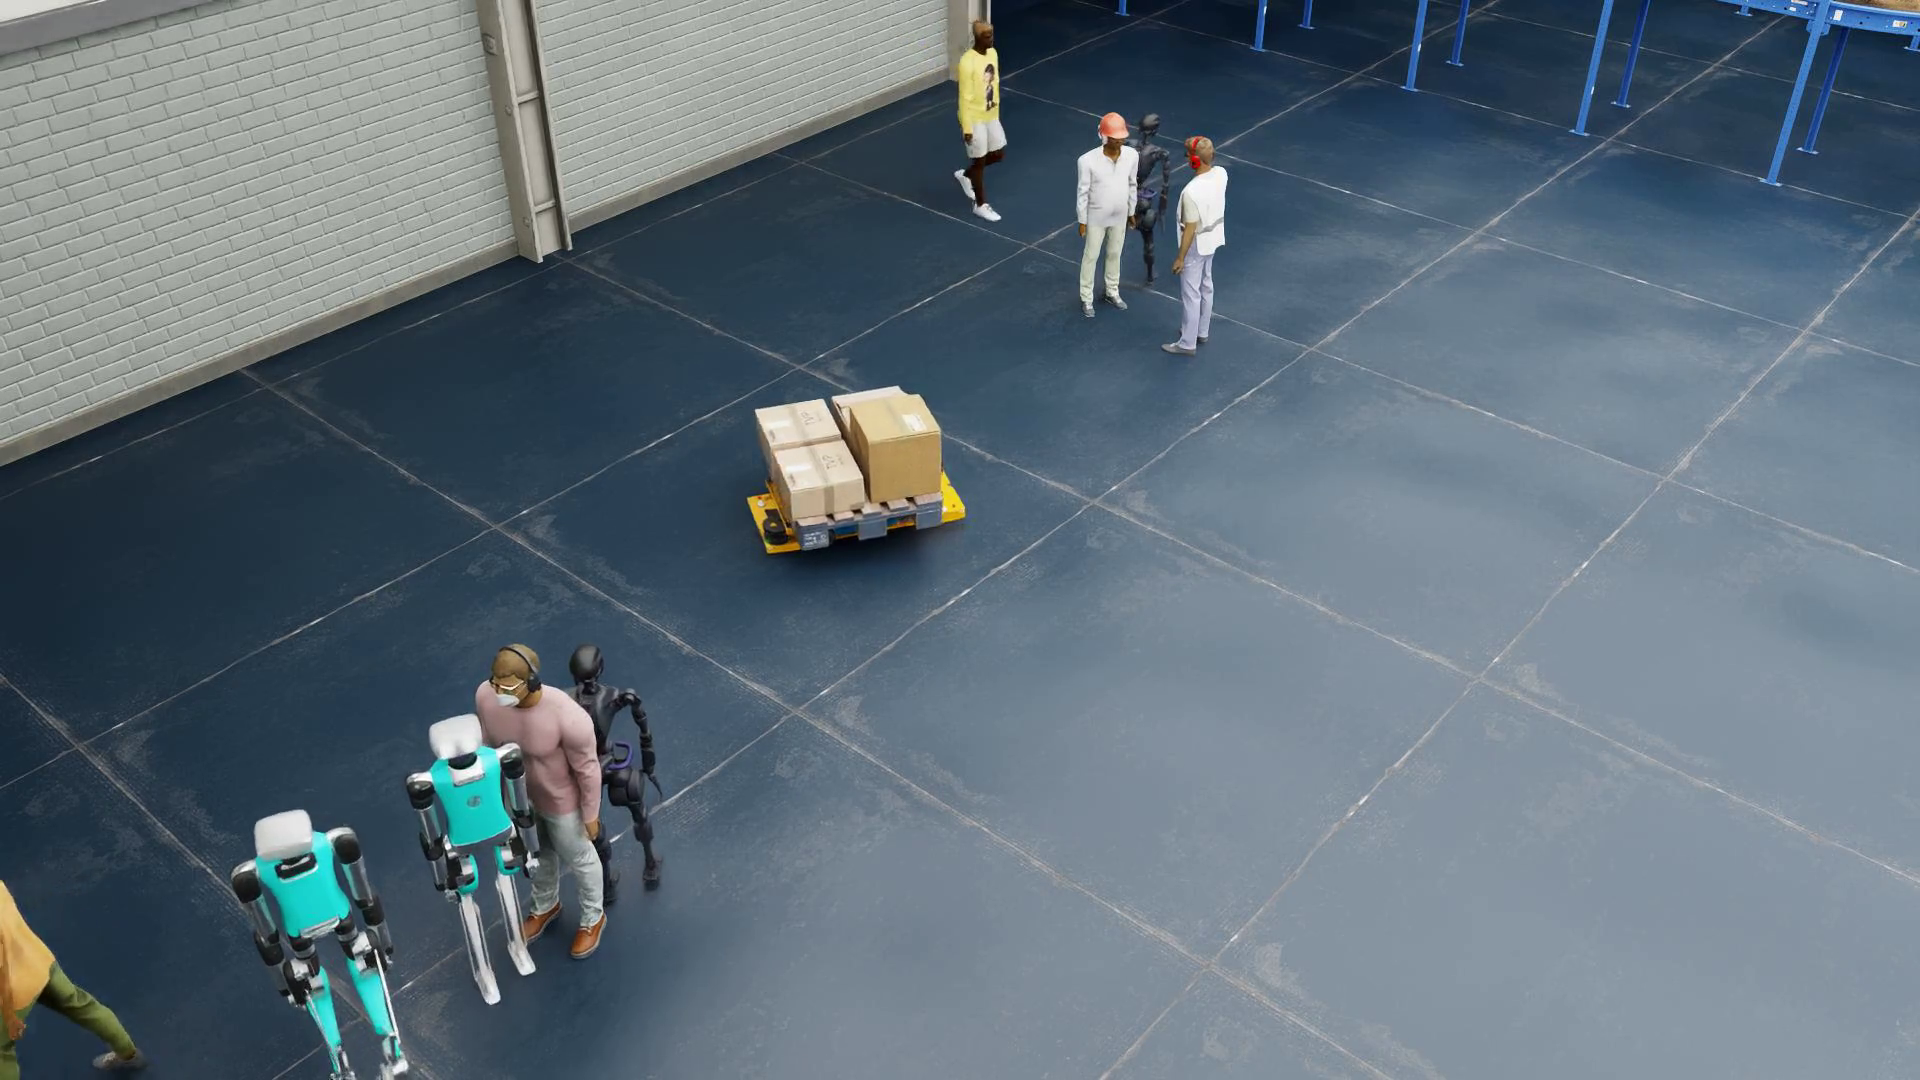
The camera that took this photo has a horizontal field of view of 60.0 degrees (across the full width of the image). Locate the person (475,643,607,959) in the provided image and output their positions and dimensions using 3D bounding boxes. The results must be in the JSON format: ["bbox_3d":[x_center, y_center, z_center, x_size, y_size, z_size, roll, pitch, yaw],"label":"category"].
[{"bbox_3d":[-2.036,1.271,8.165,0.627,1.940,0.379,13,38,18],"label":"person"}]

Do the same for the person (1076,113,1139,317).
[{"bbox_3d":[1.234,-2.730,13.937,0.567,1.755,0.319,-14,38,-19],"label":"person"}]

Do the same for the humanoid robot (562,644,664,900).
[{"bbox_3d":[-1.833,1.187,8.503,0.583,1.655,0.341,-2,36,-3],"label":"humanoid robot"}]

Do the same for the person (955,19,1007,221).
[{"bbox_3d":[0.169,-3.932,15.516,0.535,1.882,0.555,26,43,31],"label":"person"}]

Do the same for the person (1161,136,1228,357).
[{"bbox_3d":[1.904,-2.339,13.320,0.390,1.837,0.562,22,41,27],"label":"person"}]

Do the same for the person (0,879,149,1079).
[{"bbox_3d":[-4.284,1.985,7.395,0.880,1.669,0.515,-8,36,-10],"label":"person"}]

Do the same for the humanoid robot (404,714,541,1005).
[{"bbox_3d":[-2.341,1.454,8.064,0.535,1.786,0.674,-17,39,-22],"label":"humanoid robot"}]

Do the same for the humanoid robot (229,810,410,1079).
[{"bbox_3d":[-2.716,2.011,7.321,0.553,1.819,0.677,-18,39,-23],"label":"humanoid robot"}]

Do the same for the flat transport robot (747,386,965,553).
[{"bbox_3d":[-0.740,-0.269,11.765,1.431,0.231,0.659,-11,37,-15],"label":"flat transport robot"}]

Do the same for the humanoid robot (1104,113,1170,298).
[{"bbox_3d":[1.506,-2.891,14.259,0.621,1.639,0.621,19,40,24],"label":"humanoid robot"}]
